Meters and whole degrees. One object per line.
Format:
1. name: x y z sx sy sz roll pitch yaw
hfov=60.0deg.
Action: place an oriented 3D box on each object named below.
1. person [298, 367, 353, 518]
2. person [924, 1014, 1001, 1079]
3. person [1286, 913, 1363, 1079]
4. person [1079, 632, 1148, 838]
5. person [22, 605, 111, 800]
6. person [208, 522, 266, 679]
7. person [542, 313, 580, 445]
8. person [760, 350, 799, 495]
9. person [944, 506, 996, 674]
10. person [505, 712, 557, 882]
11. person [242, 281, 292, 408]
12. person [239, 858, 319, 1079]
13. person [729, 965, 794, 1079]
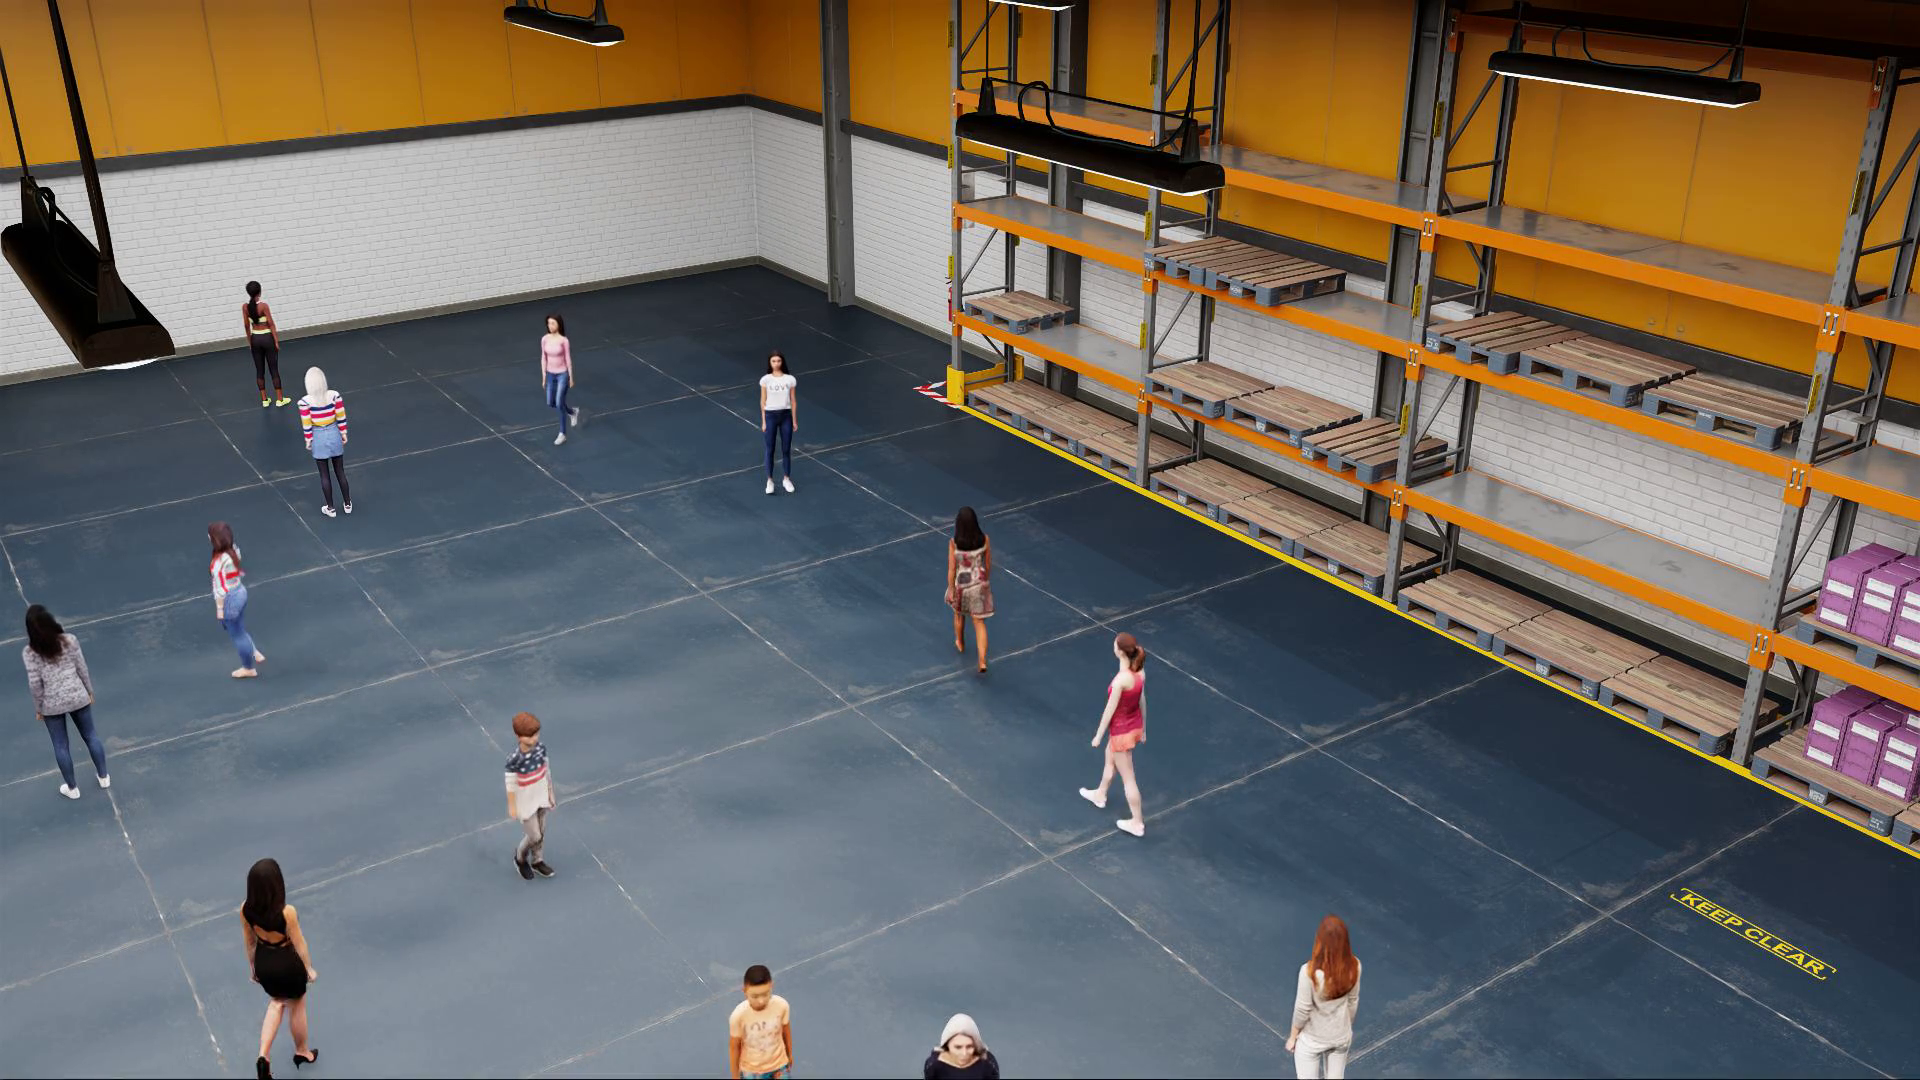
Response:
1. person: -7.396 -1.158 19.419 0.647 1.810 0.501 -16 28 -32
2. person: 0.003 3.323 9.322 0.977 1.686 1.234 -2 24 -6
3. person: 2.204 2.988 10.053 0.657 1.715 0.648 -7 25 -16
4. person: 1.381 1.576 13.267 1.018 1.727 0.767 15 28 31
5. person: -7.452 1.331 13.820 0.630 1.733 0.554 -19 30 -37
6. person: -6.794 0.567 15.722 0.782 1.609 0.693 -1 24 -2
7. person: -5.224 -2.154 21.801 0.911 1.727 0.925 8 25 17
8. person: -2.200 -1.438 20.104 0.658 1.774 0.641 -5 24 -12
9. person: 0.117 0.493 15.890 0.955 1.611 1.193 -3 24 -6
10. person: -3.341 1.945 12.790 0.633 1.433 0.593 17 29 33
11. person: -9.662 -2.712 23.042 0.642 1.755 0.675 1 24 1
12. person: -4.367 2.796 10.592 0.824 1.635 0.884 4 24 9
13. person: -1.205 3.137 10.054 0.700 1.441 0.921 -8 25 -18
